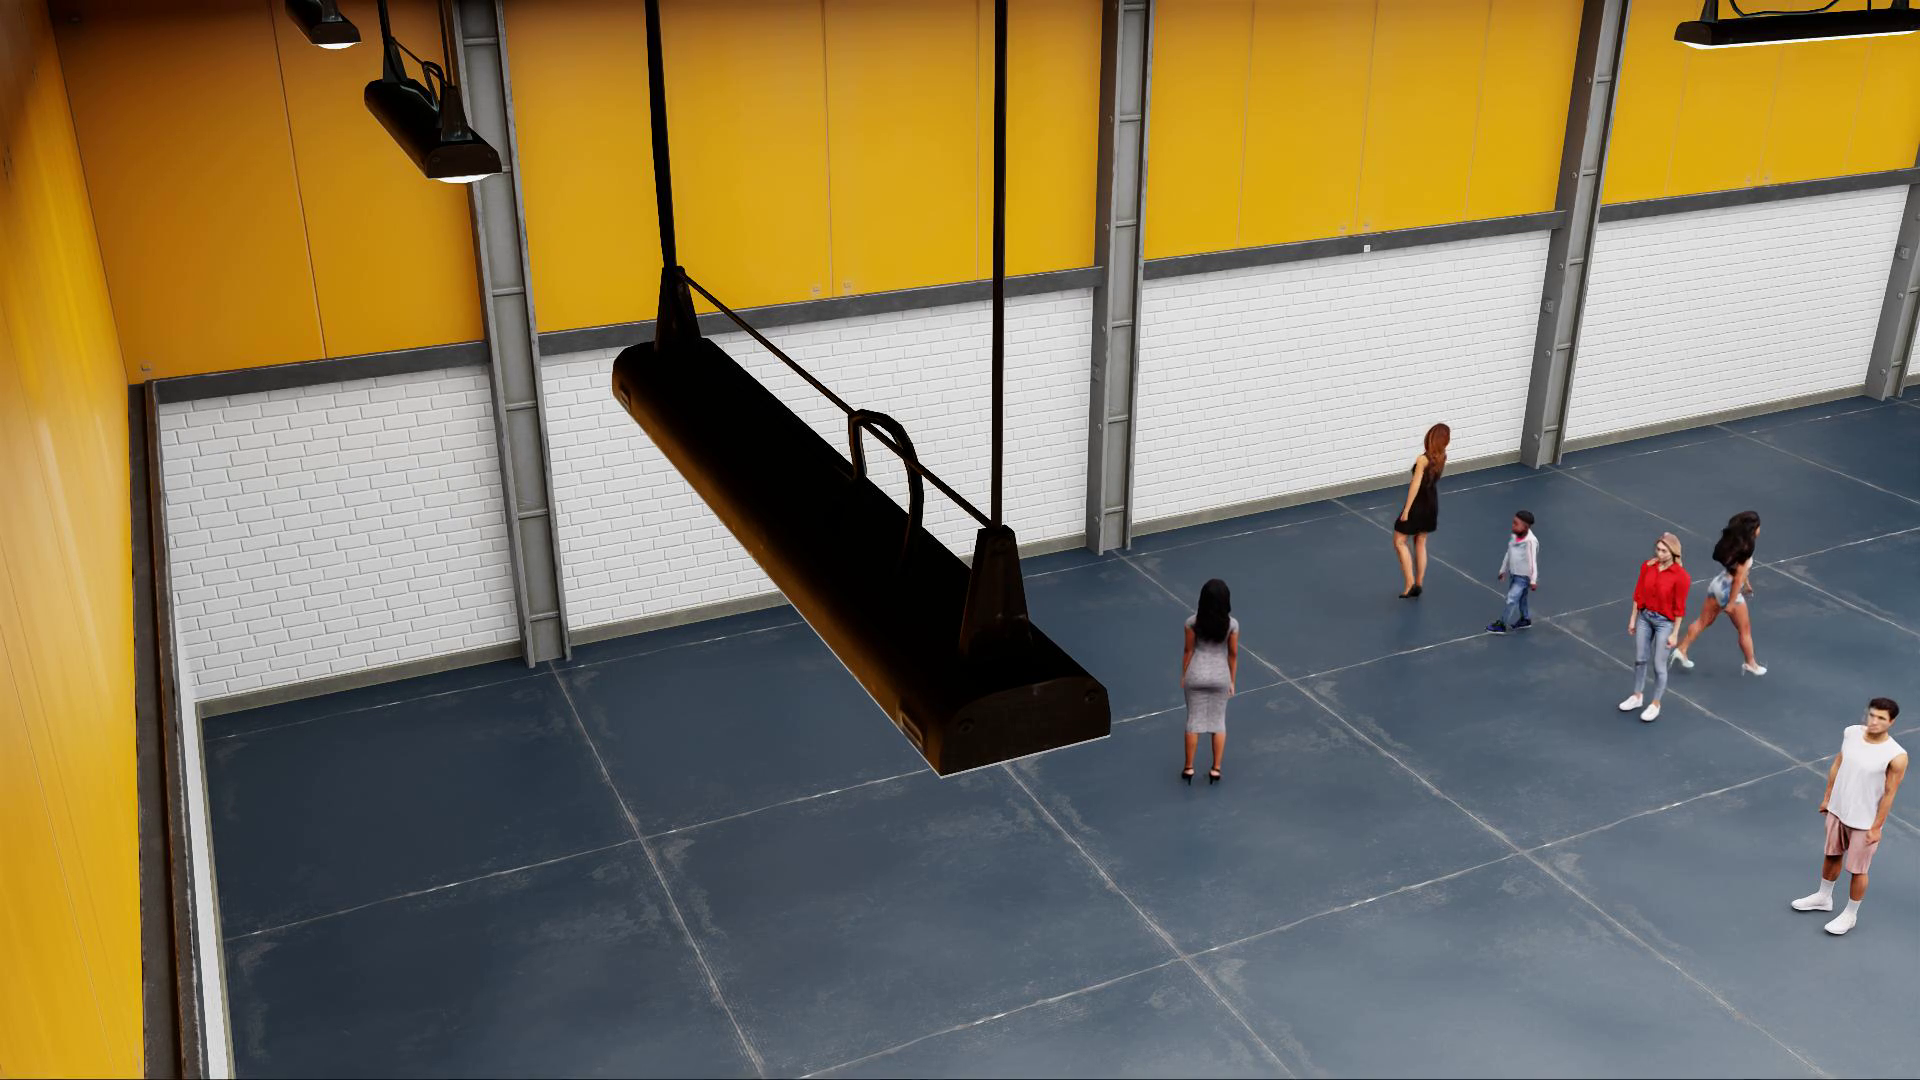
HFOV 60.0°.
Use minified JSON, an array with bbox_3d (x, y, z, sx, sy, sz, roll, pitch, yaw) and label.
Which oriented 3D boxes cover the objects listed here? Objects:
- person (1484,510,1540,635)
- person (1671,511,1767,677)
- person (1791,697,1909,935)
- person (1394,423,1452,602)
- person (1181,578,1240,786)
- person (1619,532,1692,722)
[{"bbox_3d":[5.376,0.304,15.755,0.796,1.236,0.606,-5,24,-12],"label":"person"},{"bbox_3d":[6.773,0.510,14.881,1.081,1.558,0.874,3,24,7],"label":"person"},{"bbox_3d":[6.197,1.874,11.471,0.585,1.791,0.660,-8,25,-17],"label":"person"},{"bbox_3d":[4.529,-0.250,16.317,0.791,1.801,0.634,21,31,39],"label":"person"},{"bbox_3d":[1.969,1.131,13.185,0.621,1.779,0.721,2,24,5],"label":"person"},{"bbox_3d":[5.962,0.719,14.223,0.606,1.702,0.667,-17,29,-35],"label":"person"}]
